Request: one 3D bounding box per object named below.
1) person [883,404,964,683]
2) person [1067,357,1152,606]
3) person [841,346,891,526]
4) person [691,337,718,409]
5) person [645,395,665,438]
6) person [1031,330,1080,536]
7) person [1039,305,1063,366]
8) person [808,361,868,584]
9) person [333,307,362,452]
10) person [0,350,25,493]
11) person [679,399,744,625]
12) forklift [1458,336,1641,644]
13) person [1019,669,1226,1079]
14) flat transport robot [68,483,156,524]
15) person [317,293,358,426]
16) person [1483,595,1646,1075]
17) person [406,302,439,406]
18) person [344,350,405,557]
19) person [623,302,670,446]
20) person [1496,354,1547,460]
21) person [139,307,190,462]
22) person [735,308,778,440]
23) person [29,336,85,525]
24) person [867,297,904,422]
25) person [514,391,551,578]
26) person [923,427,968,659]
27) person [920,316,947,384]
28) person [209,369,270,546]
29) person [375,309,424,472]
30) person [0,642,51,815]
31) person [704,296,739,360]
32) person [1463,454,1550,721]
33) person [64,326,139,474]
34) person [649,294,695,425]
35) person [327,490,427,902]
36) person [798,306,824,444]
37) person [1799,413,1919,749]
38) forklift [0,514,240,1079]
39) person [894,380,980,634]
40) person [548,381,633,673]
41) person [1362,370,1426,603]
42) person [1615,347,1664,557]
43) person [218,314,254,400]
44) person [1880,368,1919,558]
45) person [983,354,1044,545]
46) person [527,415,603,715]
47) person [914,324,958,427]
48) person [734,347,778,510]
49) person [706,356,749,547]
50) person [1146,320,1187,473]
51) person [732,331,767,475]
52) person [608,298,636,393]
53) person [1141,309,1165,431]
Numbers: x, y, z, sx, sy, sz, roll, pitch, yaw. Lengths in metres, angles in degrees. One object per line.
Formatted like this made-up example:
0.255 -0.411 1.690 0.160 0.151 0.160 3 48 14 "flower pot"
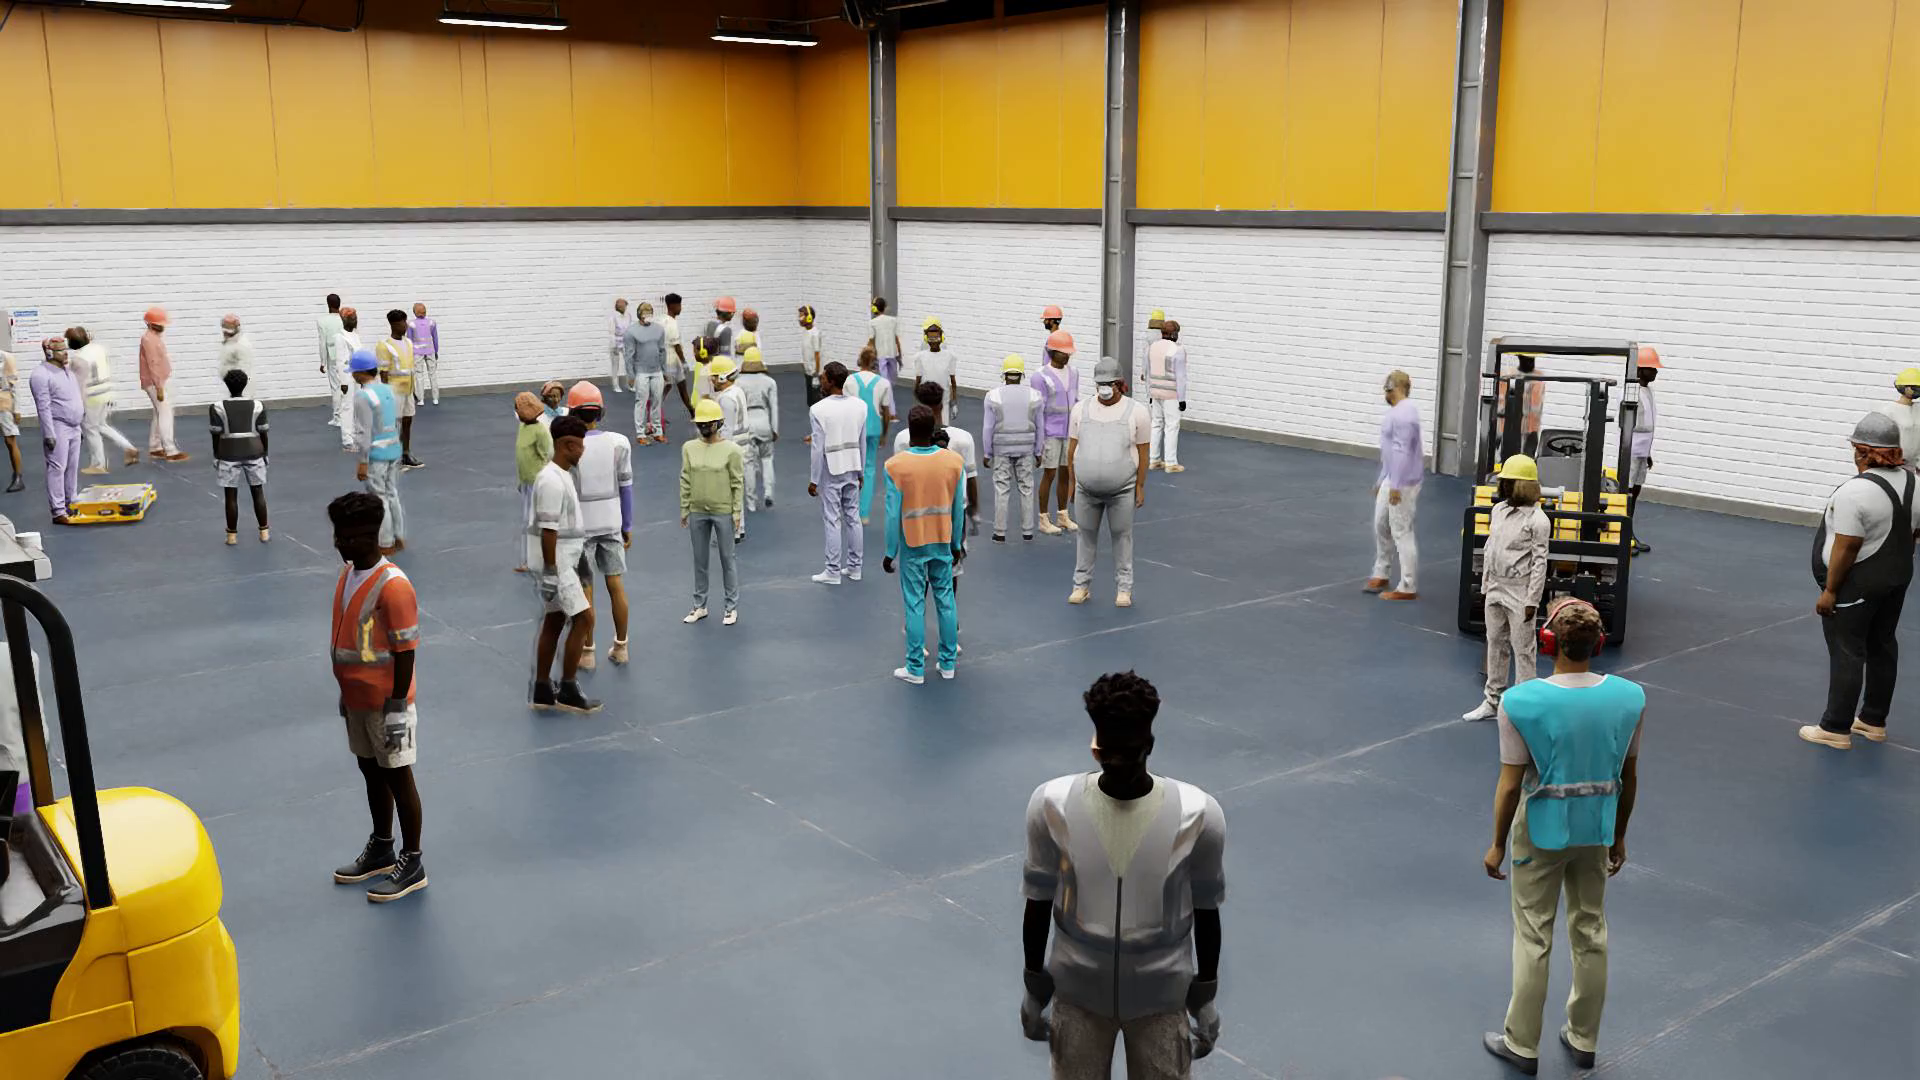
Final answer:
-0.243 0.033 11.379 0.589 1.917 0.398 -5 13 -24 "person"
1.185 -0.471 13.509 0.679 2.000 0.537 3 12 15 "person"
-0.970 -1.057 16.925 0.540 1.805 0.614 -1 12 -5 "person"
-3.089 -1.588 19.813 0.495 1.675 0.679 -6 13 -29 "person"
-4.294 -2.233 23.041 0.294 1.628 0.507 -8 14 -35 "person"
0.976 -1.054 16.360 0.613 2.032 0.411 -11 16 -42 "person"
1.186 -2.045 21.360 0.358 1.937 0.549 3 12 15 "person"
-1.044 -0.576 14.311 0.591 1.921 0.392 -11 16 -42 "person"
-7.967 -2.101 21.760 0.338 1.882 0.583 1 12 2 "person"
-10.851 -1.484 18.698 0.555 1.927 0.393 0 12 -2 "person"
-1.934 -0.215 12.942 0.524 1.769 0.308 3 12 13 "person"
4.683 -0.471 13.136 1.214 2.155 2.313 4 12 20 "forklift"
0.478 1.333 4.986 0.612 1.962 0.367 2 12 10 "person"
-8.886 -0.398 17.456 0.652 0.197 1.431 -4 12 -19 "flat transport robot"
-9.019 -2.617 24.174 0.593 1.919 0.391 -11 16 -43 "person"
2.265 1.128 6.270 0.565 1.843 0.390 -2 12 -8 "person"
-8.541 -2.949 26.449 0.514 1.642 0.310 -8 14 -34 "person"
-5.368 -0.786 15.362 0.400 1.931 0.727 2 12 7 "person"
-4.190 -2.222 22.254 0.386 1.927 0.641 11 16 44 "person"
5.761 -1.172 17.247 0.588 1.904 0.729 -3 12 -15 "person"
-10.025 -1.958 20.934 0.543 1.949 0.653 -4 12 -18 "person"
-2.802 -2.206 22.407 0.838 1.829 0.627 7 14 30 "person"
-9.134 -1.118 16.958 0.406 1.910 0.639 0 12 -1 "person"
-1.164 -2.699 24.791 0.523 1.820 0.895 -8 14 -34 "person"
-3.747 -0.490 14.591 0.278 1.633 0.498 -9 15 -38 "person"
-0.180 0.018 12.002 0.530 1.689 0.321 -7 14 -30 "person"
-0.368 -2.029 21.696 0.304 1.772 0.525 -10 15 -40 "person"
-6.884 -0.794 15.937 0.534 1.687 0.318 -8 14 -32 "person"
-6.802 -1.821 20.212 0.361 1.962 0.618 4 12 18 "person"
-4.214 0.996 7.143 0.357 1.744 0.564 11 16 43 "person"
-3.204 -2.237 22.112 0.567 2.005 0.626 -7 14 -31 "person"
3.422 0.332 10.351 0.288 1.746 0.487 -5 13 -25 "person"
-10.286 -1.655 19.826 0.585 1.805 0.661 -1 12 -3 "person"
-4.132 -2.626 24.218 0.957 1.914 0.608 -3 12 -15 "person"
-2.786 0.727 7.907 0.604 1.965 0.367 11 16 43 "person"
-2.001 -2.222 22.439 0.358 1.857 0.514 -5 13 -23 "person"
5.434 0.238 10.085 0.673 2.000 0.535 -5 13 -23 "person"
-3.687 1.115 5.480 2.313 2.155 1.214 -9 15 -36 "forklift"
-0.183 -0.224 12.539 0.646 1.954 0.383 0 12 1 "person"
-2.587 -0.090 11.663 0.605 2.045 0.379 -8 14 -34 "person"
3.604 -0.455 13.797 0.487 1.890 0.665 1 12 5 "person"
6.299 -0.825 15.469 0.360 1.939 0.543 11 16 44 "person"
-9.114 -1.915 20.934 0.415 1.865 0.803 -8 14 -34 "person"
8.624 -0.696 15.256 0.526 1.772 0.307 -4 13 -21 "person"
0.503 -0.863 15.909 0.600 1.831 0.404 -2 12 -10 "person"
-2.552 0.154 10.780 0.592 1.920 0.641 -3 12 -13 "person"
-0.276 -1.572 19.294 0.510 1.855 0.324 0 12 -1 "person"
-2.185 -1.179 17.693 0.498 1.727 0.430 -2 12 -11 "person"
-2.214 -0.849 15.881 0.403 1.819 0.602 0 12 -1 "person"
2.521 -1.739 20.148 0.429 1.837 0.631 -8 14 -33 "person"
-2.504 -1.628 19.854 0.492 1.722 0.364 2 12 12 "person"
-5.678 -3.265 28.047 0.511 1.598 0.702 -11 16 -41 "person"
2.775 -2.384 23.473 0.492 1.742 0.324 -4 12 -18 "person"
